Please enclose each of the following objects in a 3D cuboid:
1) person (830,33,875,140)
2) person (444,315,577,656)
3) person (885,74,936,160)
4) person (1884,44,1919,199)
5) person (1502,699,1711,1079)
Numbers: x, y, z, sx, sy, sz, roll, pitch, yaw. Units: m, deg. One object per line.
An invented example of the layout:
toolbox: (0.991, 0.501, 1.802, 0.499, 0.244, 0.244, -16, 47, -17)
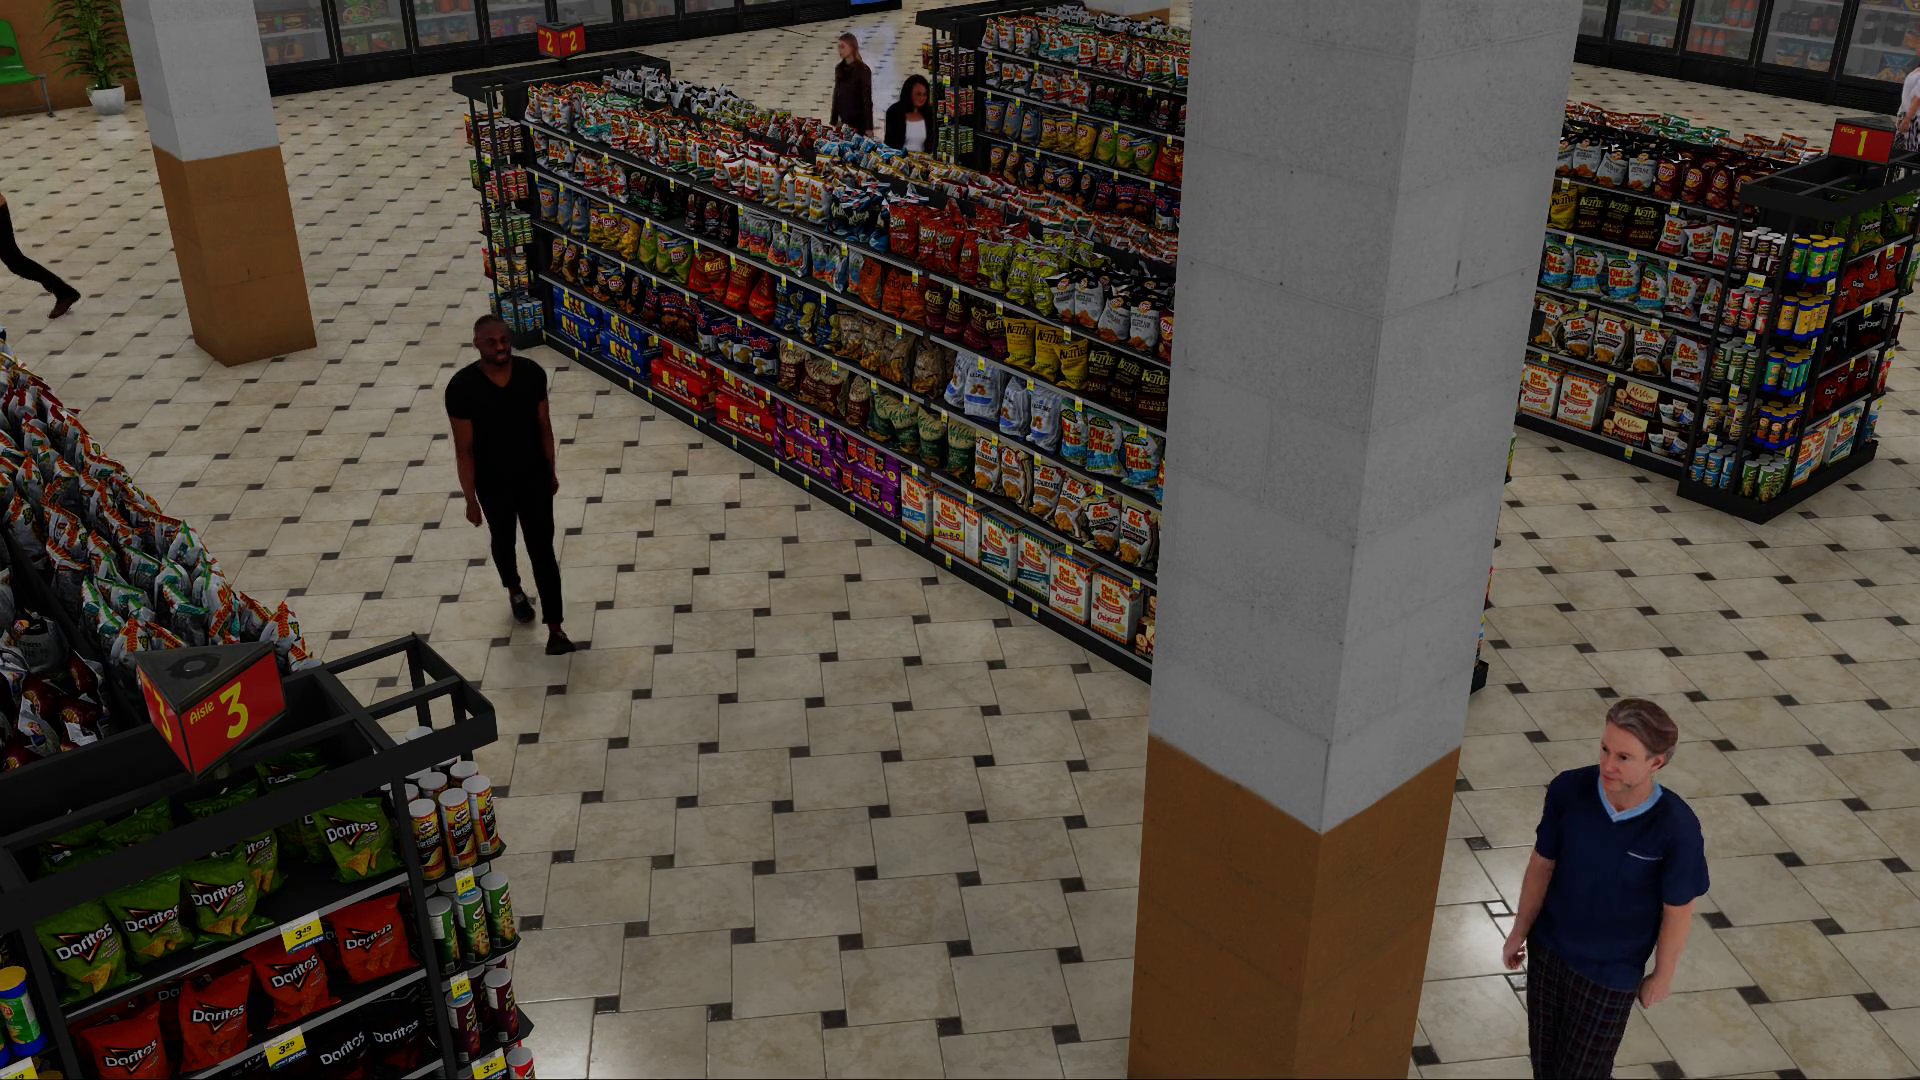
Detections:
person: (-0.957, -3.998, 15.955, 0.533, 1.691, 0.711, 22, 34, 37)
person: (-2.345, -0.310, 8.592, 0.855, 1.773, 1.244, -13, 30, -25)
person: (-0.483, -3.304, 14.699, 0.805, 1.589, 0.990, -11, 29, -21)
person: (9.358, -4.043, 16.084, 0.974, 1.655, 0.885, 12, 29, 22)
person: (2.064, 1.294, 5.341, 0.730, 1.854, 0.627, -20, 33, -33)
